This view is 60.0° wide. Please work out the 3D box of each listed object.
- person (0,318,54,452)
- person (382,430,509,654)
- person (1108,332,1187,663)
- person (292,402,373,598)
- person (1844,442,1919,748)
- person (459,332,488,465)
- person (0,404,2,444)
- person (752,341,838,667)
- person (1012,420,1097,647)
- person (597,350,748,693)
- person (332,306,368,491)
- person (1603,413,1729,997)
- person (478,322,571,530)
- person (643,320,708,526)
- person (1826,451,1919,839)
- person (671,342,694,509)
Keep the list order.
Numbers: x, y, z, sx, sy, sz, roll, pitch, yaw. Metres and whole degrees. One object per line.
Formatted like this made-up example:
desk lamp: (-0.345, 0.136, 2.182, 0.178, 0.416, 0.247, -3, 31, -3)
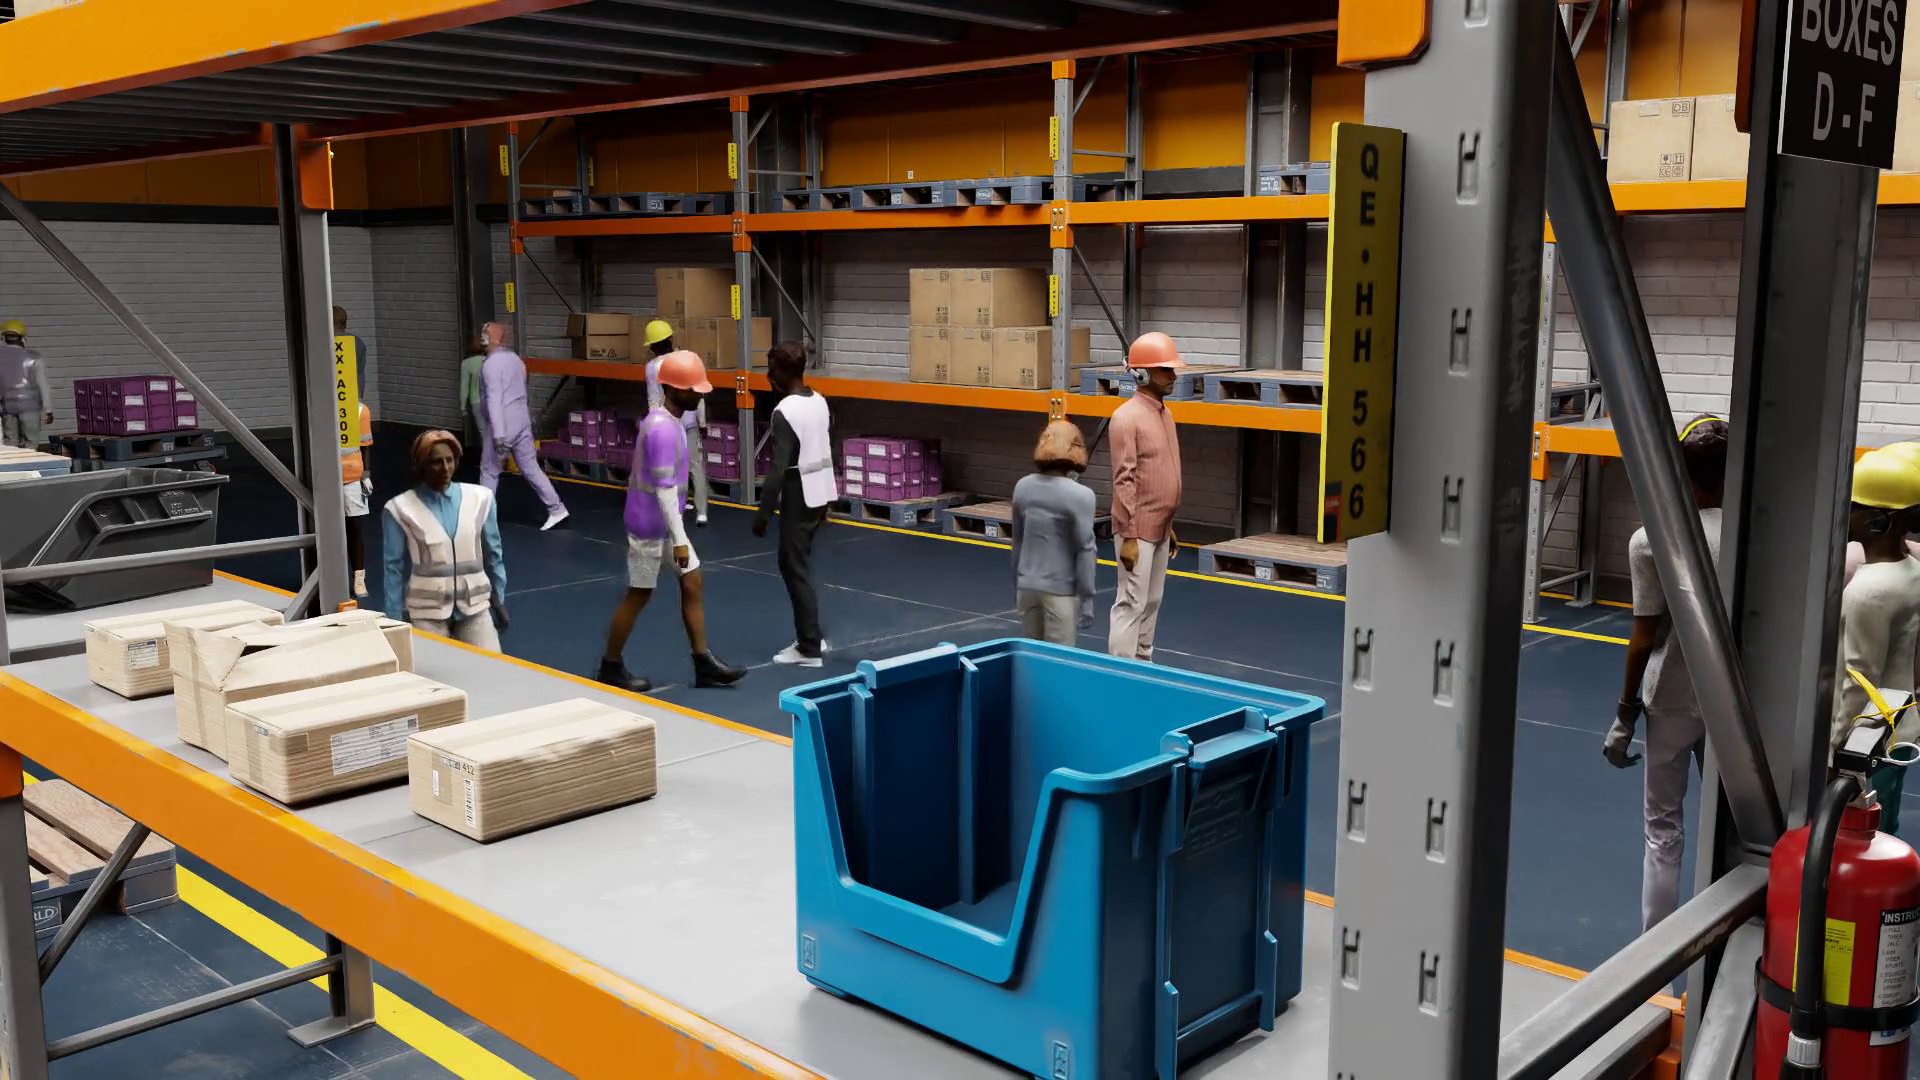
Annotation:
person: (-9.715, -1.378, 17.166, 0.623, 1.812, 0.461, -1, 9, -8)
person: (-2.241, 0.324, 7.270, 0.544, 1.625, 0.382, -6, 11, -34)
person: (0.961, -0.061, 8.526, 0.378, 1.995, 0.609, 5, 10, 27)
person: (-4.386, -0.425, 11.665, 0.531, 1.698, 0.320, -3, 10, -15)
person: (2.981, 0.561, 5.408, 0.523, 1.769, 0.316, -6, 11, -34)
person: (-5.346, -1.511, 18.589, 0.510, 1.592, 0.825, -7, 11, -35)
person: (-7.004, -0.574, 11.609, 0.854, 2.024, 0.616, 9, 13, 43)
person: (-0.953, -0.184, 9.646, 0.469, 1.879, 0.632, 3, 10, 15)
person: (0.428, 0.254, 7.759, 0.514, 1.614, 0.359, 9, 13, 44)
person: (-1.571, -0.081, 8.978, 0.929, 1.877, 0.572, 0, 9, -1)
person: (-6.289, -1.403, 16.926, 0.373, 1.940, 0.627, 3, 10, 17)
person: (2.282, 0.545, 5.206, 0.519, 1.868, 0.328, -1, 9, -5)
person: (-3.958, -0.981, 14.651, 1.005, 1.858, 0.693, 2, 10, 14)
person: (-2.537, -1.047, 15.014, 0.705, 1.855, 0.926, -8, 13, -42)
person: (2.764, 0.610, 5.105, 0.309, 1.772, 0.525, 8, 12, 39)
person: (-2.751, -1.077, 15.890, 0.284, 1.626, 0.496, 7, 11, 36)
